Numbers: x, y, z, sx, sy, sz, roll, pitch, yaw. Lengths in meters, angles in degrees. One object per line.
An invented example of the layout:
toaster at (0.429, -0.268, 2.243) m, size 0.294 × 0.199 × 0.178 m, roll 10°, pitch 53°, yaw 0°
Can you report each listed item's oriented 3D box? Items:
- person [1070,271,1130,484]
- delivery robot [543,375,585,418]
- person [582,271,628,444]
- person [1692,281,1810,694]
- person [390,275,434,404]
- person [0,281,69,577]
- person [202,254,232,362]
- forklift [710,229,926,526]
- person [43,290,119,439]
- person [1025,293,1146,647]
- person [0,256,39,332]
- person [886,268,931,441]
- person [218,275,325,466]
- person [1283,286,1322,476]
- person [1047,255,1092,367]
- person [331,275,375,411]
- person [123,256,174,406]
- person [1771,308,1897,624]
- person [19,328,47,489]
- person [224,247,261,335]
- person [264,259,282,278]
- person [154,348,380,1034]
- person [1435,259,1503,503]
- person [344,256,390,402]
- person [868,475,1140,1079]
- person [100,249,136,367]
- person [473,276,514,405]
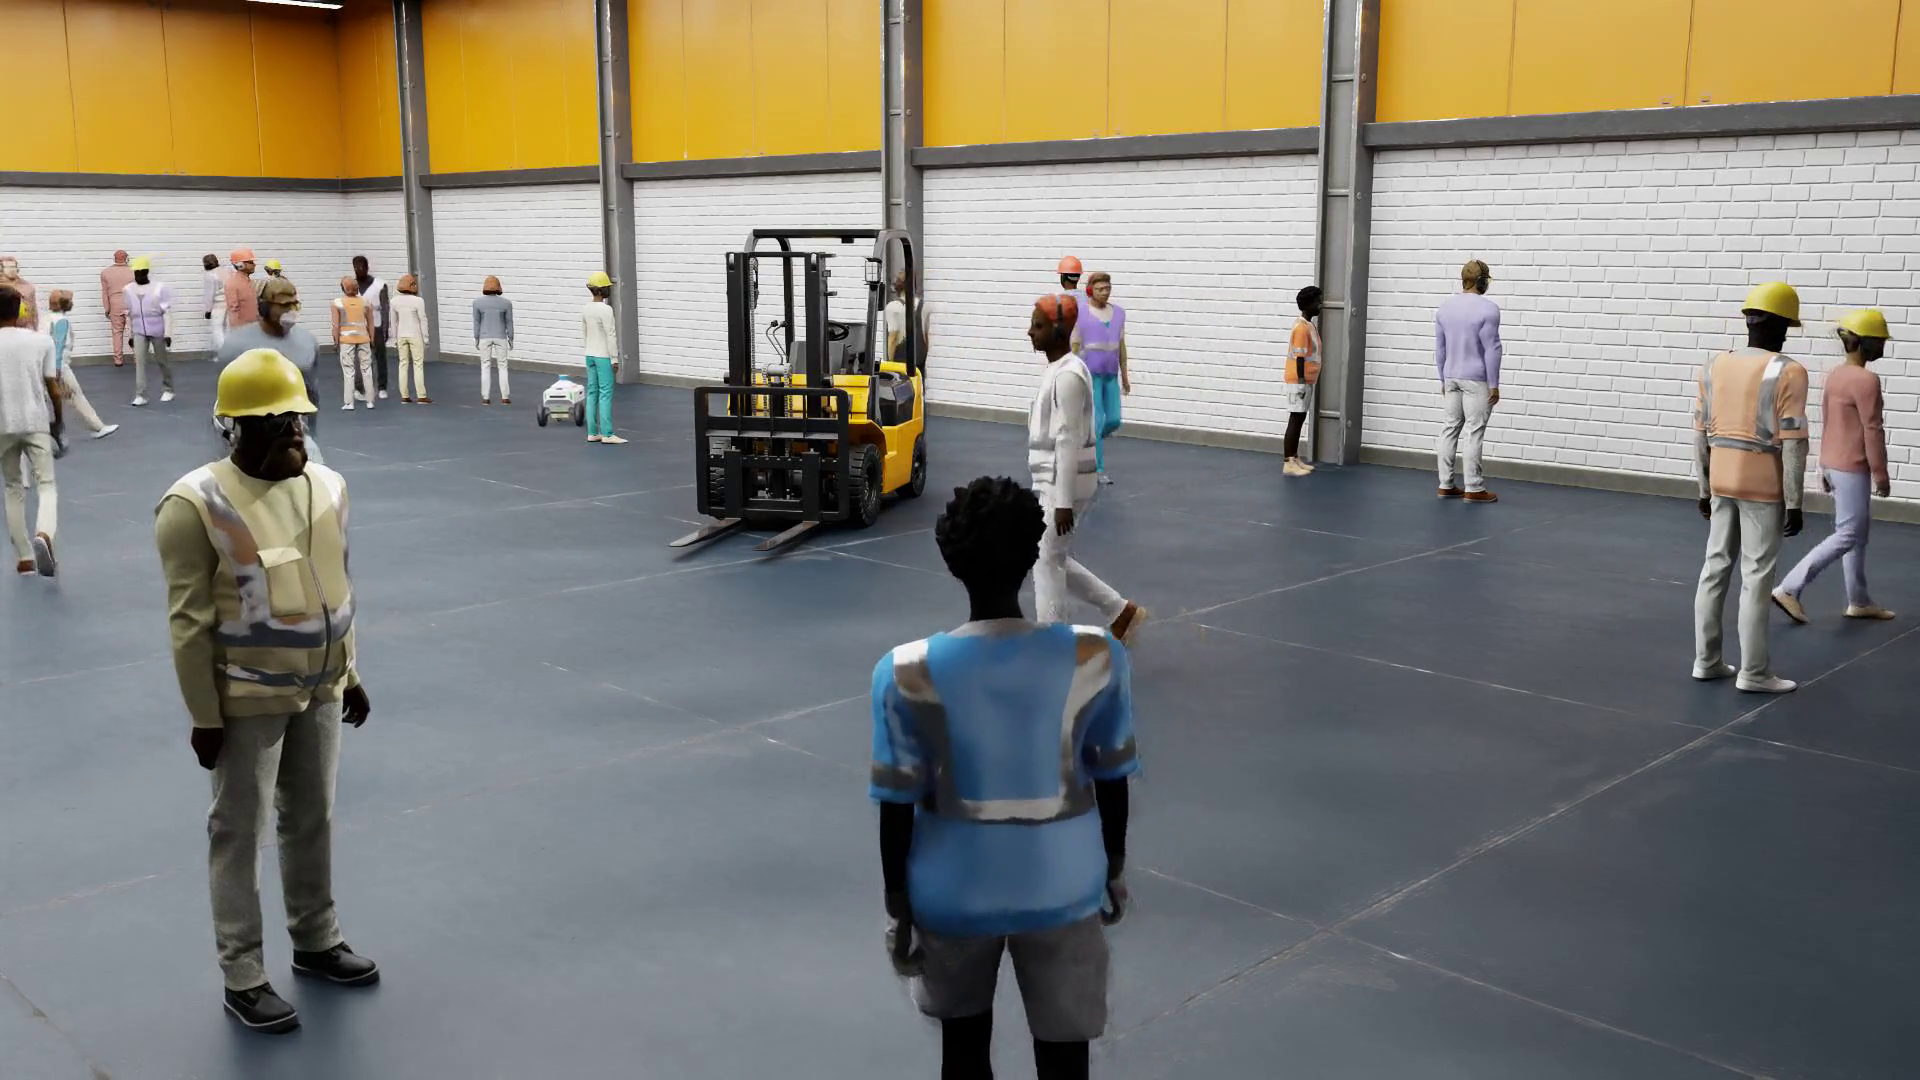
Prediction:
person at (1.185, -1.417, 14.454) m, size 0.593 × 1.827 × 0.605 m, roll -7°, pitch 12°, yaw -33°
delivery robot at (-4.473, -1.624, 18.798) m, size 0.477 × 0.478 × 0.707 m, roll 0°, pitch 10°, yaw -2°
person at (-3.671, -1.867, 17.065) m, size 0.304 × 1.772 × 0.528 m, roll -10°, pitch 14°, yaw -44°
person at (3.711, -0.242, 7.799) m, size 0.377 × 1.918 × 0.585 m, roll -5°, pitch 11°, yaw -24°
person at (-6.972, -2.543, 21.122) m, size 0.496 × 1.632 × 0.278 m, roll 3°, pitch 11°, yaw 13°
person at (-5.814, -0.668, 10.299) m, size 0.513 × 1.855 × 0.714 m, roll -5°, pitch 12°, yaw -27°
person at (-12.549, -3.927, 28.212) m, size 0.452 × 1.812 × 0.701 m, roll 2°, pitch 11°, yaw 9°
forklift at (-1.050, -1.319, 12.920) m, size 1.214 × 2.155 × 2.313 m, roll 2°, pitch 11°, yaw 13°
person at (-9.300, -1.789, 17.186) m, size 0.528 × 1.568 × 0.919 m, roll 10°, pitch 15°, yaw 44°
person at (0.555, -0.245, 7.984) m, size 0.615 × 1.868 × 0.583 m, roll -1°, pitch 10°, yaw -3°
person at (-12.196, -2.711, 21.383) m, size 0.853 × 1.881 × 0.653 m, roll 9°, pitch 14°, yaw 41°
person at (-0.541, -1.653, 15.747) m, size 0.528 × 1.816 × 0.718 m, roll -7°, pitch 13°, yaw -34°
person at (-3.814, -0.510, 9.276) m, size 0.457 × 1.919 × 0.637 m, roll 7°, pitch 12°, yaw 33°
person at (3.053, -1.412, 14.821) m, size 0.321 × 1.686 × 0.530 m, roll 3°, pitch 11°, yaw 18°
person at (1.053, -1.747, 15.946) m, size 0.543 × 1.939 × 0.362 m, roll -6°, pitch 12°, yaw -30°
person at (-7.398, -2.397, 20.317) m, size 0.514 × 1.639 × 0.307 m, roll -7°, pitch 13°, yaw -35°
person at (-10.294, -2.661, 21.115) m, size 0.601 × 1.880 × 0.974 m, roll -1°, pitch 10°, yaw -4°
person at (4.850, -0.395, 9.109) m, size 0.722 × 1.742 × 0.534 m, roll 2°, pitch 11°, yaw 9°
person at (-7.844, -1.187, 13.791) m, size 0.551 × 1.603 × 0.671 m, roll -9°, pitch 14°, yaw -40°
person at (-8.284, -2.396, 19.327) m, size 0.372 × 1.996 × 0.622 m, roll 0°, pitch 10°, yaw 2°
person at (-10.652, -3.474, 25.863) m, size 0.518 × 1.757 × 0.339 m, roll 5°, pitch 11°, yaw 25°
person at (-1.860, 0.395, 4.557) m, size 0.403 × 1.834 × 0.591 m, roll 5°, pitch 12°, yaw 26°
person at (4.073, -1.264, 13.318) m, size 0.372 × 1.940 × 0.630 m, roll -6°, pitch 12°, yaw -31°
person at (-7.628, -2.717, 21.442) m, size 0.622 × 1.853 × 1.005 m, roll 0°, pitch 10°, yaw -1°
person at (0.089, 0.711, 3.262) m, size 0.542 × 1.674 × 0.742 m, roll 0°, pitch 10°, yaw -1°
person at (-13.615, -3.776, 27.131) m, size 0.645 × 1.903 × 0.401 m, roll -3°, pitch 11°, yaw -16°
person at (-5.890, -2.521, 21.034) m, size 0.494 × 1.622 × 0.290 m, roll -2°, pitch 11°, yaw -11°
